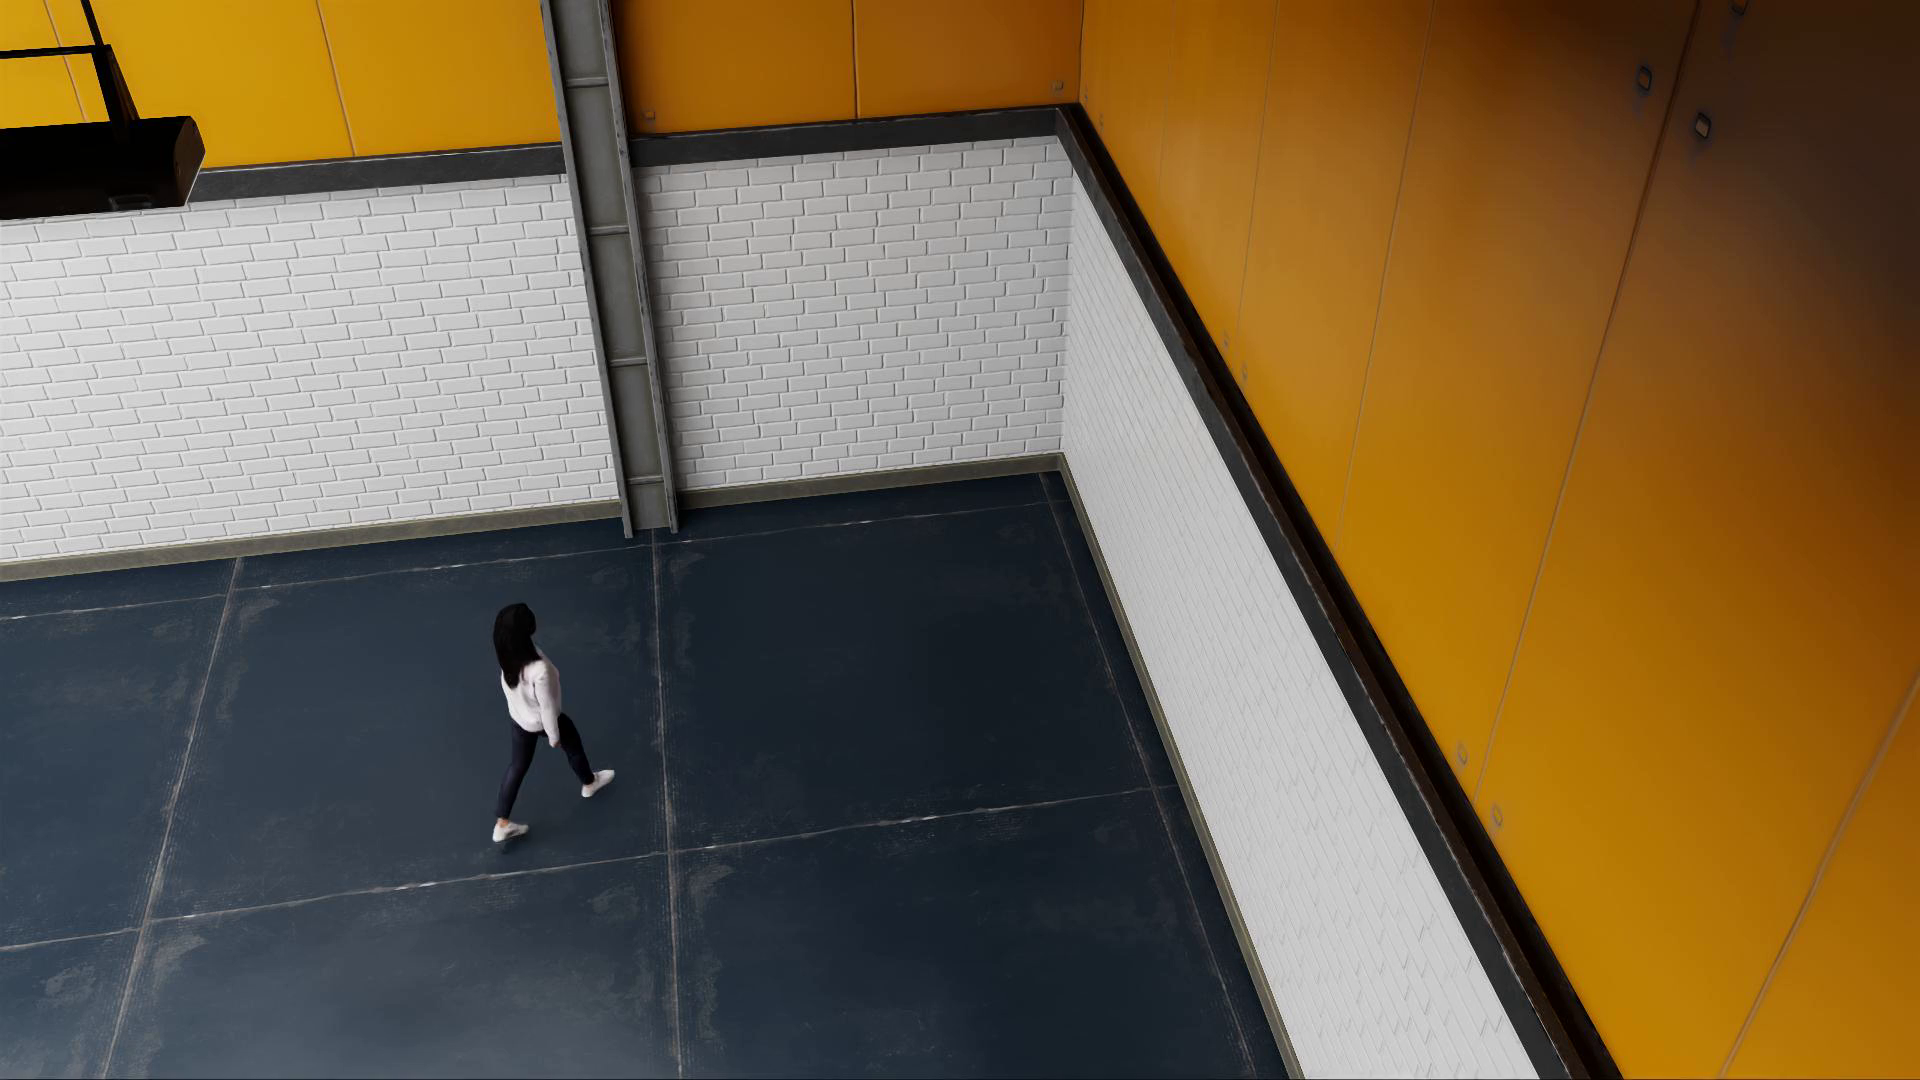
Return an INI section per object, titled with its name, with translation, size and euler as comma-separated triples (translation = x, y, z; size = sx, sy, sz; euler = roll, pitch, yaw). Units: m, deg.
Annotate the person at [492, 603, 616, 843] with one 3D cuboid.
[person]
translation = -2.542, 1.075, 9.665
size = 1.064, 1.662, 1.156
euler = 26, 45, 29
